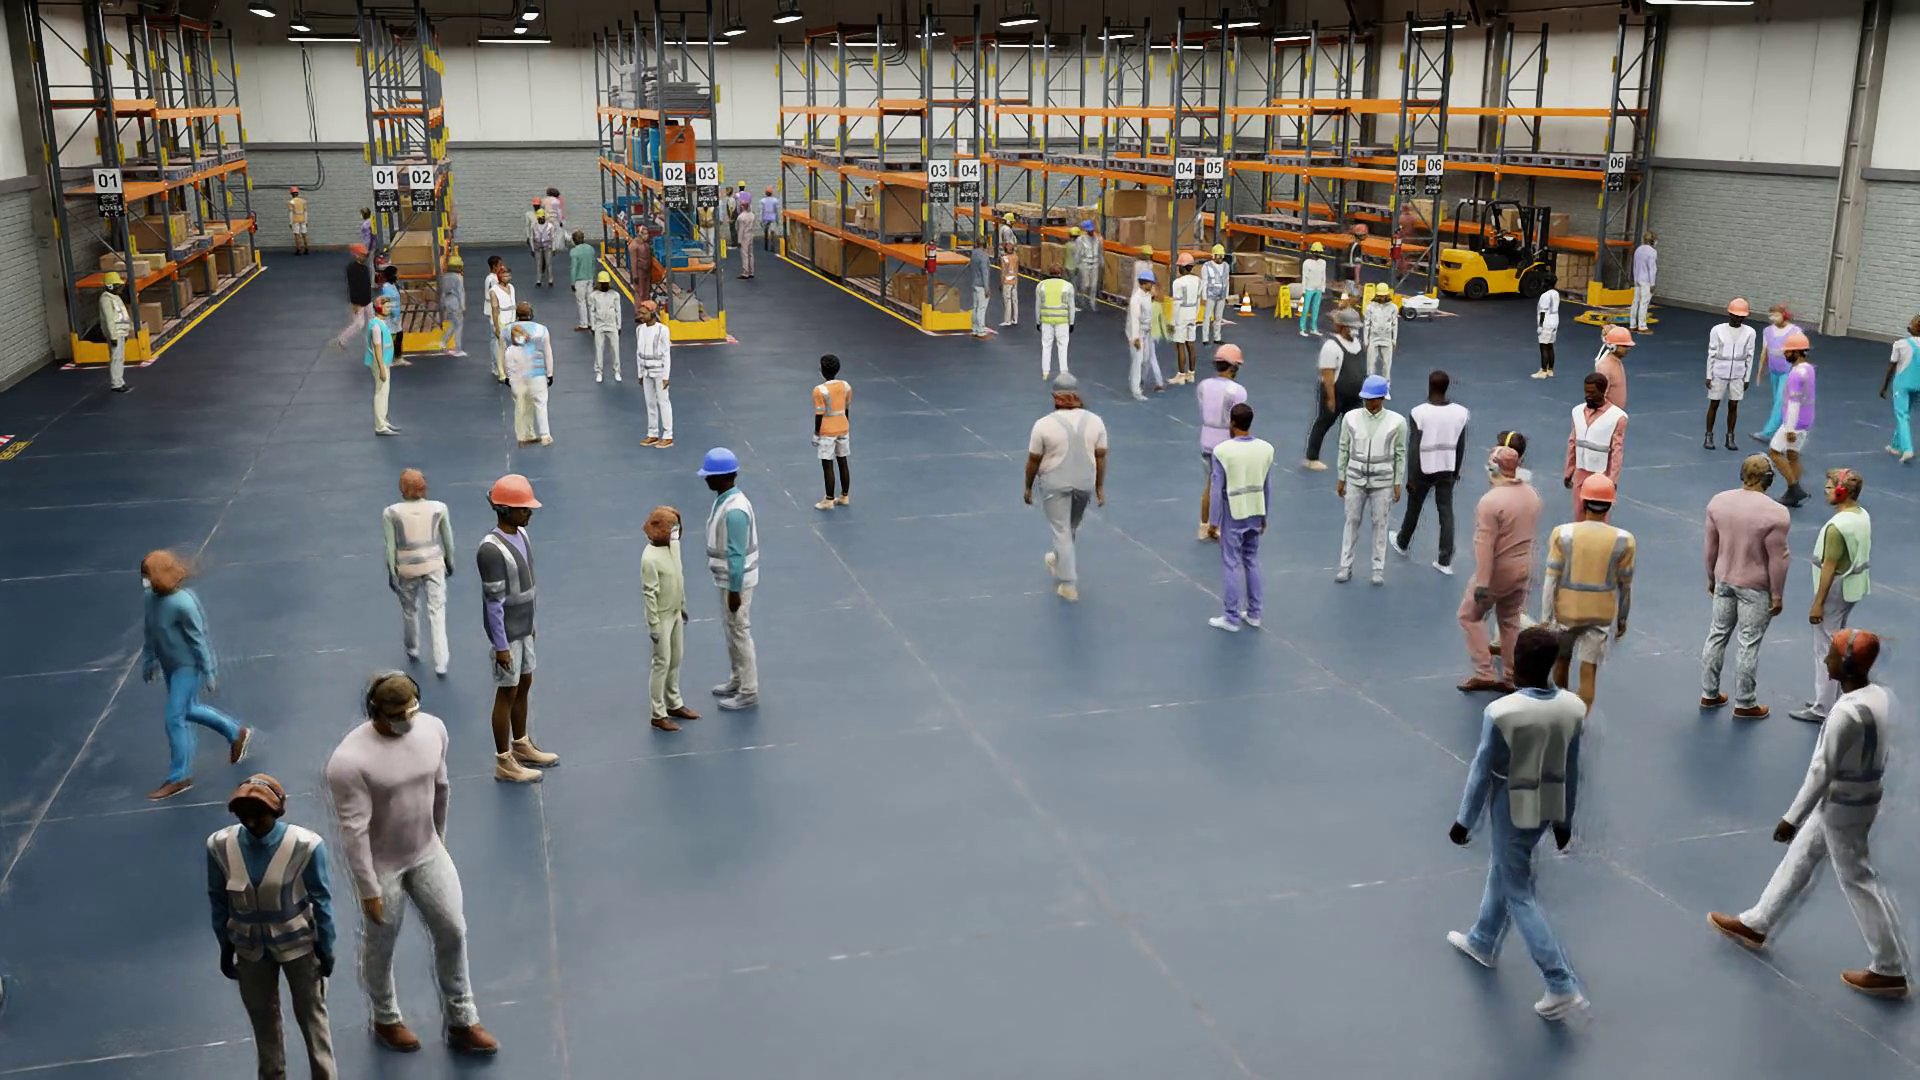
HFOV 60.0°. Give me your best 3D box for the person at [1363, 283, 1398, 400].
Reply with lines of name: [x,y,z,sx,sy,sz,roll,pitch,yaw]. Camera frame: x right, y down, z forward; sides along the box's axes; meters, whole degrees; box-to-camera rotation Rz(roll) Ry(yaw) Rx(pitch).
person: [6.210,-2.938,24.588,0.491,1.728,0.324,1,15,5]

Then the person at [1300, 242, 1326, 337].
person: [6.611,-4.681,31.094,0.523,1.761,0.347,-7,16,-24]

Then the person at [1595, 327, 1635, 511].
person: [6.995,-1.306,17.940,0.395,1.993,0.614,10,18,33]

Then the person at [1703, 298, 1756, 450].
person: [9.725,-2.089,21.020,0.543,1.929,0.384,3,15,11]

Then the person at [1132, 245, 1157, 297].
person: [3.444,-4.639,31.007,0.373,1.723,0.482,11,19,36]

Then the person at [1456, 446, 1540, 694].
person: [3.991,0.247,12.328,0.678,1.877,0.543,-11,19,-36]

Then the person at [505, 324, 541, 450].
person: [-5.500,-1.969,21.196,0.335,1.597,0.672,8,17,27]

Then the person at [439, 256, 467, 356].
person: [-8.733,-4.028,28.697,0.531,1.719,0.481,10,18,32]

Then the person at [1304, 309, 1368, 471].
person: [4.515,-1.765,19.579,0.690,2.000,1.079,-11,18,-35]

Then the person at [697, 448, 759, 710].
person: [-1.675,0.274,12.112,0.420,1.934,0.614,-5,16,-17]

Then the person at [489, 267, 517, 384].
person: [-7.105,-3.347,25.940,0.404,1.831,0.573,5,16,17]

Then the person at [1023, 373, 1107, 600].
person: [0.906,-0.545,14.986,0.703,2.000,1.003,-6,16,-20]

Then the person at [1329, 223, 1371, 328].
person: [7.555,-5.093,32.139,0.654,2.025,0.635,1,15,2]

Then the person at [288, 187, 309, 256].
person: [-18.761,-9.033,47.131,0.361,1.935,0.544,12,19,39]

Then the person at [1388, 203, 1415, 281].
person: [10.725,-7.254,40.528,0.671,1.887,0.524,-10,18,-32]

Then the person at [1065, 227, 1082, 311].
person: [2.376,-5.666,34.809,0.343,1.761,0.530,-6,16,-20]

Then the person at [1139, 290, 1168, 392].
person: [2.863,-3.081,25.380,0.557,1.580,0.837,-11,19,-36]

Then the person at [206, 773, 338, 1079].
person: [-2.925,1.754,7.134,0.506,1.630,0.323,0,15,0]

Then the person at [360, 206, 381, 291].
person: [-13.637,-6.726,38.445,0.372,1.939,0.631,-2,15,-7]

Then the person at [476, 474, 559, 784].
person: [-2.873,0.572,10.804,0.404,2.035,0.606,2,15,6]

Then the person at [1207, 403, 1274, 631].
person: [2.360,-0.195,13.971,0.601,1.894,0.435,-7,17,-26]

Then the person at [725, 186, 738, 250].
person: [-6.729,-9.488,49.032,0.342,1.839,0.503,-1,15,-2]

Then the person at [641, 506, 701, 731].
person: [-2.057,0.544,11.690,0.298,1.622,0.507,4,15,14]

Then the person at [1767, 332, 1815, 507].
person: [9.006,-1.286,18.027,0.427,1.920,0.544,13,20,41]

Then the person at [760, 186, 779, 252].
person: [-5.527,-9.309,48.283,0.557,1.890,0.974,-3,15,-12]

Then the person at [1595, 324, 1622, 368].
person: [8.099,-1.885,20.824,0.312,1.633,0.518,1,15,5]

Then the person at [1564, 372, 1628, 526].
person: [5.920,-0.623,15.544,0.405,1.906,0.604,-8,17,-27]

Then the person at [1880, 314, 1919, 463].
person: [11.655,-1.858,20.394,0.516,1.812,0.945,1,15,5]

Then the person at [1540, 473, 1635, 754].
person: [4.297,0.469,11.427,0.576,1.901,0.876,5,16,18]

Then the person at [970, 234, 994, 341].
person: [0.394,-4.650,30.627,0.358,1.939,0.636,-6,16,-20]

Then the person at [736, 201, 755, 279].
person: [-5.322,-7.421,41.119,0.410,1.909,0.643,6,16,22]

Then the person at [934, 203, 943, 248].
person: [-0.595,-9.247,48.303,0.315,1.743,0.487,-1,15,-3]

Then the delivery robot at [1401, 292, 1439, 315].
delivery robot: [9.259,-4.748,33.471,0.707,0.478,0.477,1,15,2]

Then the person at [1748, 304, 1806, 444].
person: [10.574,-2.130,21.434,0.849,1.791,0.658,-7,16,-24]

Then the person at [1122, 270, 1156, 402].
person: [2.603,-3.034,24.613,0.577,1.919,0.735,8,17,28]

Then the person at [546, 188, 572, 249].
person: [-11.862,-9.476,49.059,0.629,1.811,0.666,4,15,13]

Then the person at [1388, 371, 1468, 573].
person: [4.484,-0.685,15.846,0.620,1.865,0.996,-2,15,-8]

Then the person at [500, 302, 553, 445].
person: [-5.528,-2.125,21.320,0.633,1.839,0.429,-2,15,-6]
